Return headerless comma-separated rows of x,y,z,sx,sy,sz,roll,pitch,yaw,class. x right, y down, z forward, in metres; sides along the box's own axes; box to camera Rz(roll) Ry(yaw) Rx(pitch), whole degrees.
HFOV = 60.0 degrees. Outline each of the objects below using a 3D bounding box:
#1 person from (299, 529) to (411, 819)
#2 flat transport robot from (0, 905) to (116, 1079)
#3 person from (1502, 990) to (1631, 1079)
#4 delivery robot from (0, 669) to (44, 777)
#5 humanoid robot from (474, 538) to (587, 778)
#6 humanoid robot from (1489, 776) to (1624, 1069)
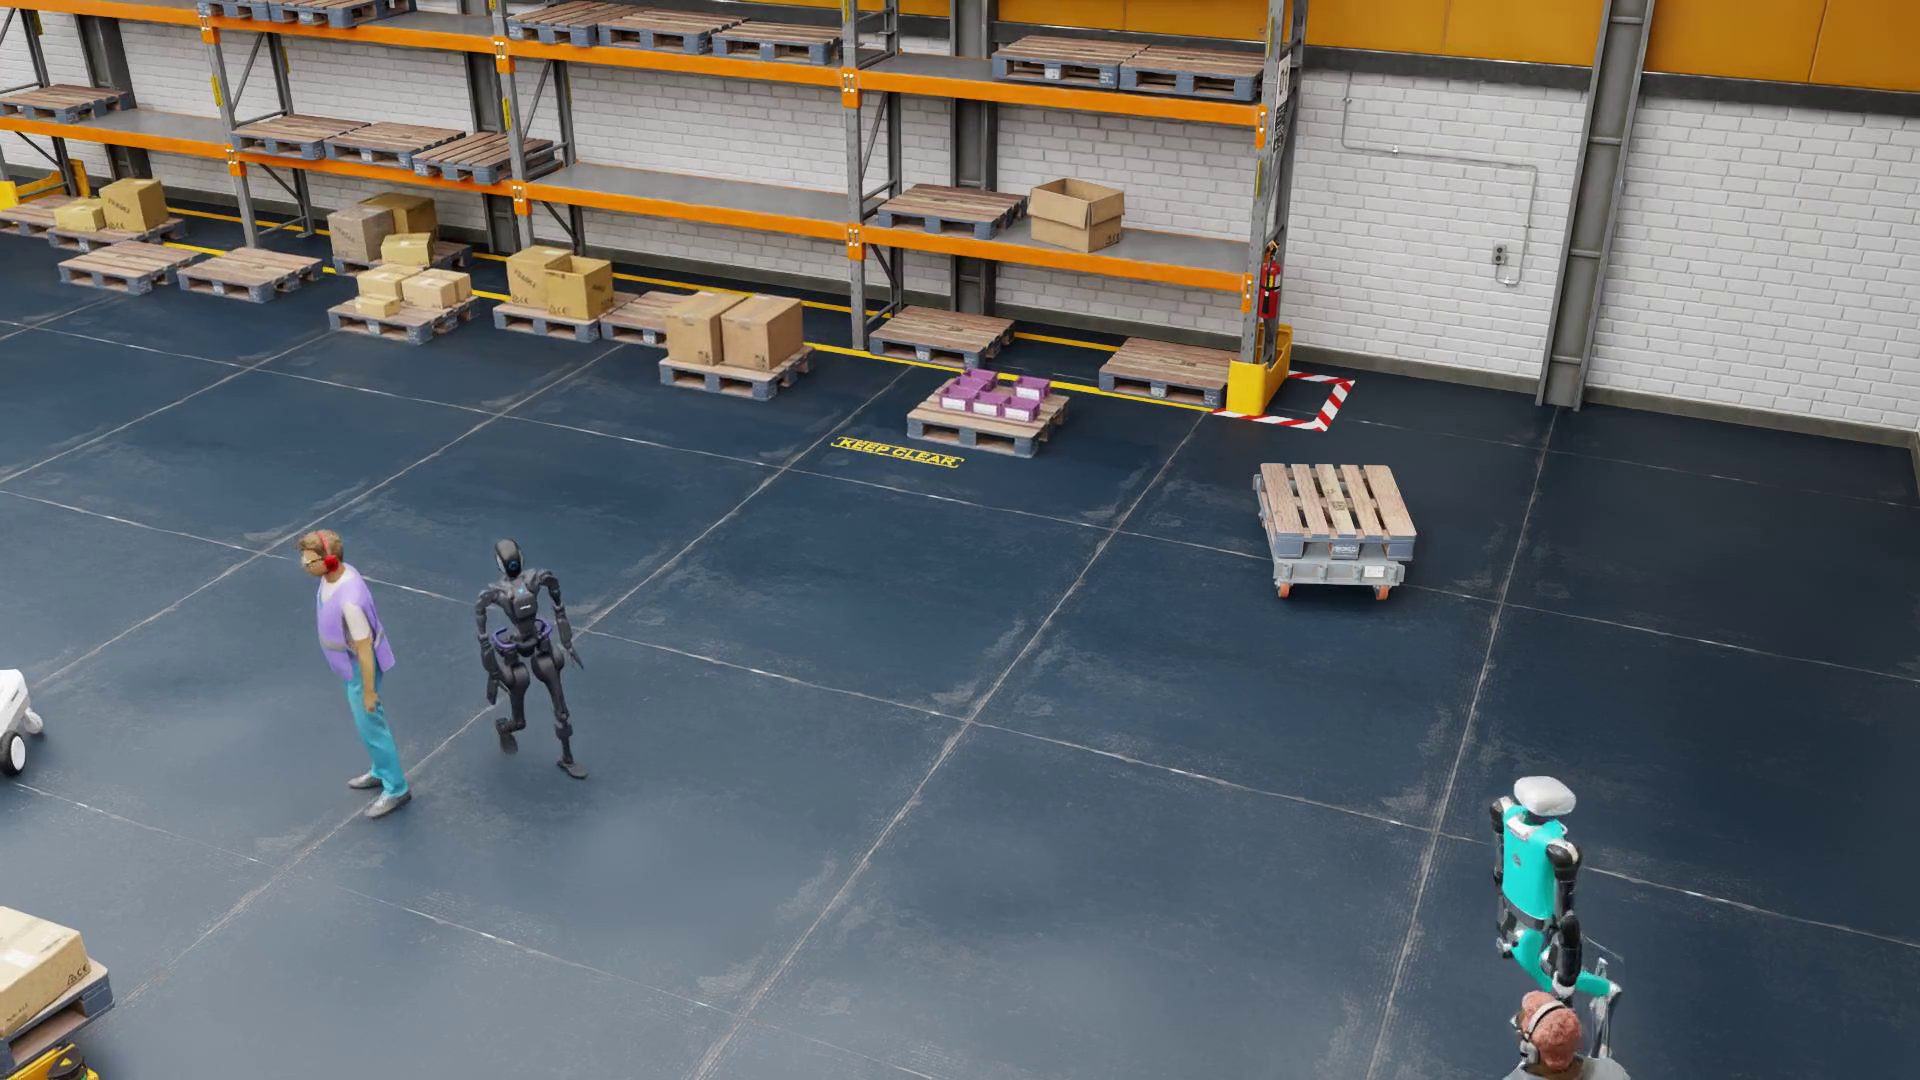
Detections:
-3.519,0.756,9.753,0.375,1.839,0.588,-16,31,-29,person
-4.918,2.504,8.076,1.431,0.231,0.659,16,31,28,flat transport robot
2.194,2.525,6.298,0.639,1.867,0.946,-5,28,-9,person
-6.101,1.153,10.400,0.525,0.610,0.781,-5,28,-9,delivery robot
-2.633,0.678,10.109,0.614,1.634,0.644,-19,33,-32,humanoid robot
2.906,1.858,7.758,0.907,1.776,0.578,-5,28,-9,humanoid robot
